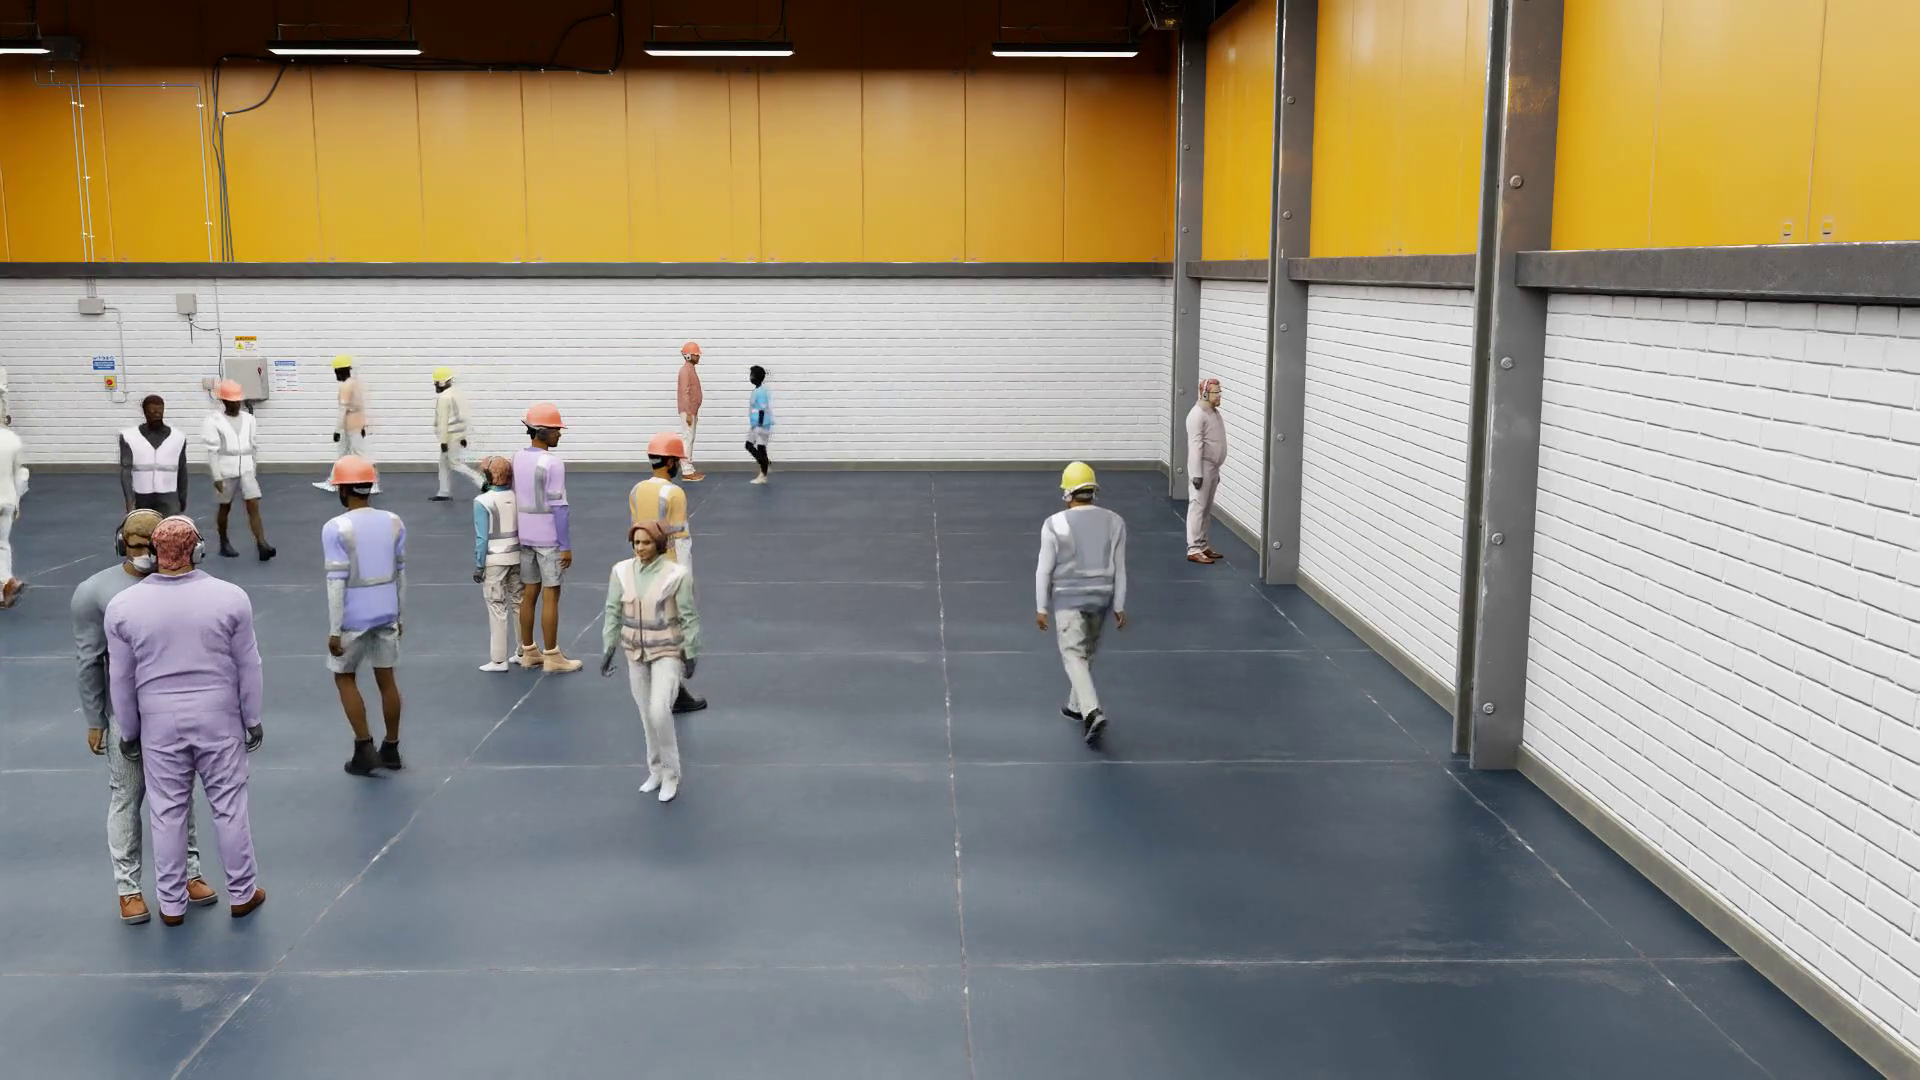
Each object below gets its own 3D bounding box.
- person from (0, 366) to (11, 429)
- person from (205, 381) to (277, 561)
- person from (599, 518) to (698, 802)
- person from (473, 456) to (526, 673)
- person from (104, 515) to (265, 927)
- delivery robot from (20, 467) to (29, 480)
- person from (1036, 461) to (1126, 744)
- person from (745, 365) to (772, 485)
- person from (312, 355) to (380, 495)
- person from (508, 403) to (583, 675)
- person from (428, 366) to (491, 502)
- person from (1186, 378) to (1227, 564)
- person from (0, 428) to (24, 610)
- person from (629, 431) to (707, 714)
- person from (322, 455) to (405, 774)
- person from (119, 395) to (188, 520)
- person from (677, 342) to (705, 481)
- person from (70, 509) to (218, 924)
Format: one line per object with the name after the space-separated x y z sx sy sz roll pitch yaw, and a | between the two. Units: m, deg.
-13.826 -1.815 23.603 0.611 2.031 0.417 -4 10 -24 | person
-7.516 -0.710 17.289 1.005 1.870 0.556 9 13 42 | person
-1.789 0.686 9.517 0.535 1.623 0.537 4 10 21 | person
-3.453 0.180 12.546 0.306 1.639 0.523 5 11 30 | person
-3.567 0.834 7.717 0.639 1.910 0.407 -3 10 -19 | person
-12.530 -0.809 21.644 0.707 0.478 0.477 -7 12 -38 | delivery robot
0.808 0.394 10.786 0.596 1.798 0.864 -3 10 -20 | person
-2.834 -1.610 23.362 0.366 1.681 0.551 -3 10 -17 | person
-8.261 -1.524 22.226 0.940 1.880 0.620 -2 9 -10 | person
-3.117 -0.012 12.498 0.612 2.039 0.390 8 12 39 | person
-6.502 -1.355 21.509 0.815 1.797 0.602 0 9 0 | person
2.571 -0.723 17.264 0.399 1.909 0.642 5 10 26 | person
-8.485 -0.299 14.628 0.596 1.922 0.635 4 10 24 | person
-2.005 0.218 11.414 0.543 1.935 0.370 8 12 41 | person
-3.596 0.456 10.021 0.448 1.921 0.562 7 11 36 | person
-7.556 -0.431 15.631 0.594 1.869 1.019 -6 11 -32 | person
-3.858 -1.844 23.869 0.378 1.996 0.609 0 9 0 | person
-3.790 0.806 7.817 0.371 1.933 0.627 9 13 44 | person
